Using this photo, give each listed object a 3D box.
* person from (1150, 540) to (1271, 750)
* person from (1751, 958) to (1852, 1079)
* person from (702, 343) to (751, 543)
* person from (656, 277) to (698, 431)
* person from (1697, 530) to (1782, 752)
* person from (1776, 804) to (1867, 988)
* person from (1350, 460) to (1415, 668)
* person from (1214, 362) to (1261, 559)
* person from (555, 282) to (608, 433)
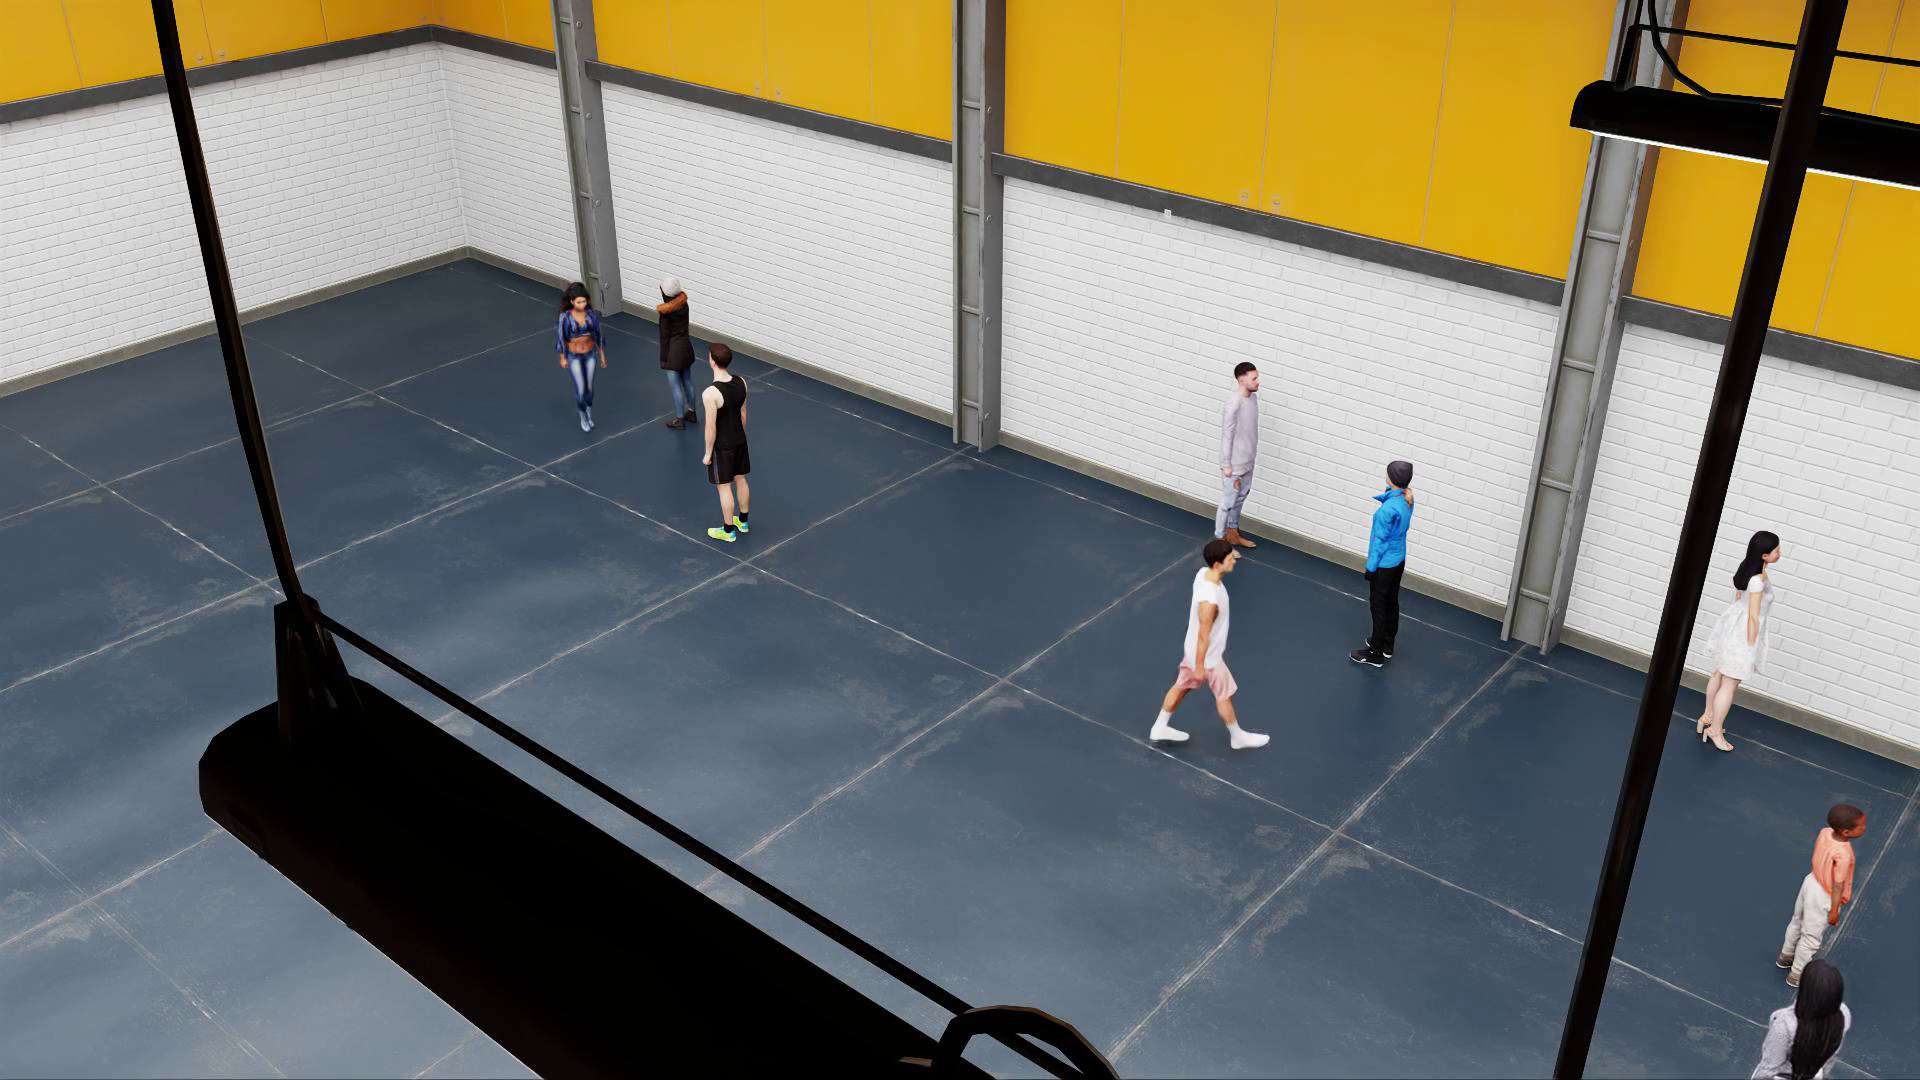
[{"bbox_3d":[1.705,0.797,12.143,1.210,1.740,1.071,2,29,3],"label":"person"},{"bbox_3d":[4.201,2.811,8.468,0.666,1.724,0.701,-5,29,-10],"label":"person"},{"bbox_3d":[-2.113,-0.889,15.076,0.592,1.892,0.688,19,34,31],"label":"person"},{"bbox_3d":[-2.939,-1.950,17.290,0.676,1.634,0.675,12,31,22],"label":"person"},{"bbox_3d":[5.745,0.728,12.235,0.787,1.774,0.760,6,29,11],"label":"person"},{"bbox_3d":[5.241,2.145,10.121,0.601,1.310,0.565,3,29,5],"label":"person"},{"bbox_3d":[3.402,0.180,13.215,0.517,1.797,0.616,23,36,36],"label":"person"},{"bbox_3d":[2.479,-0.741,14.860,0.584,1.839,0.682,19,34,31],"label":"person"},{"bbox_3d":[-3.950,-1.915,17.259,0.726,1.604,0.724,-17,33,-28],"label":"person"}]
